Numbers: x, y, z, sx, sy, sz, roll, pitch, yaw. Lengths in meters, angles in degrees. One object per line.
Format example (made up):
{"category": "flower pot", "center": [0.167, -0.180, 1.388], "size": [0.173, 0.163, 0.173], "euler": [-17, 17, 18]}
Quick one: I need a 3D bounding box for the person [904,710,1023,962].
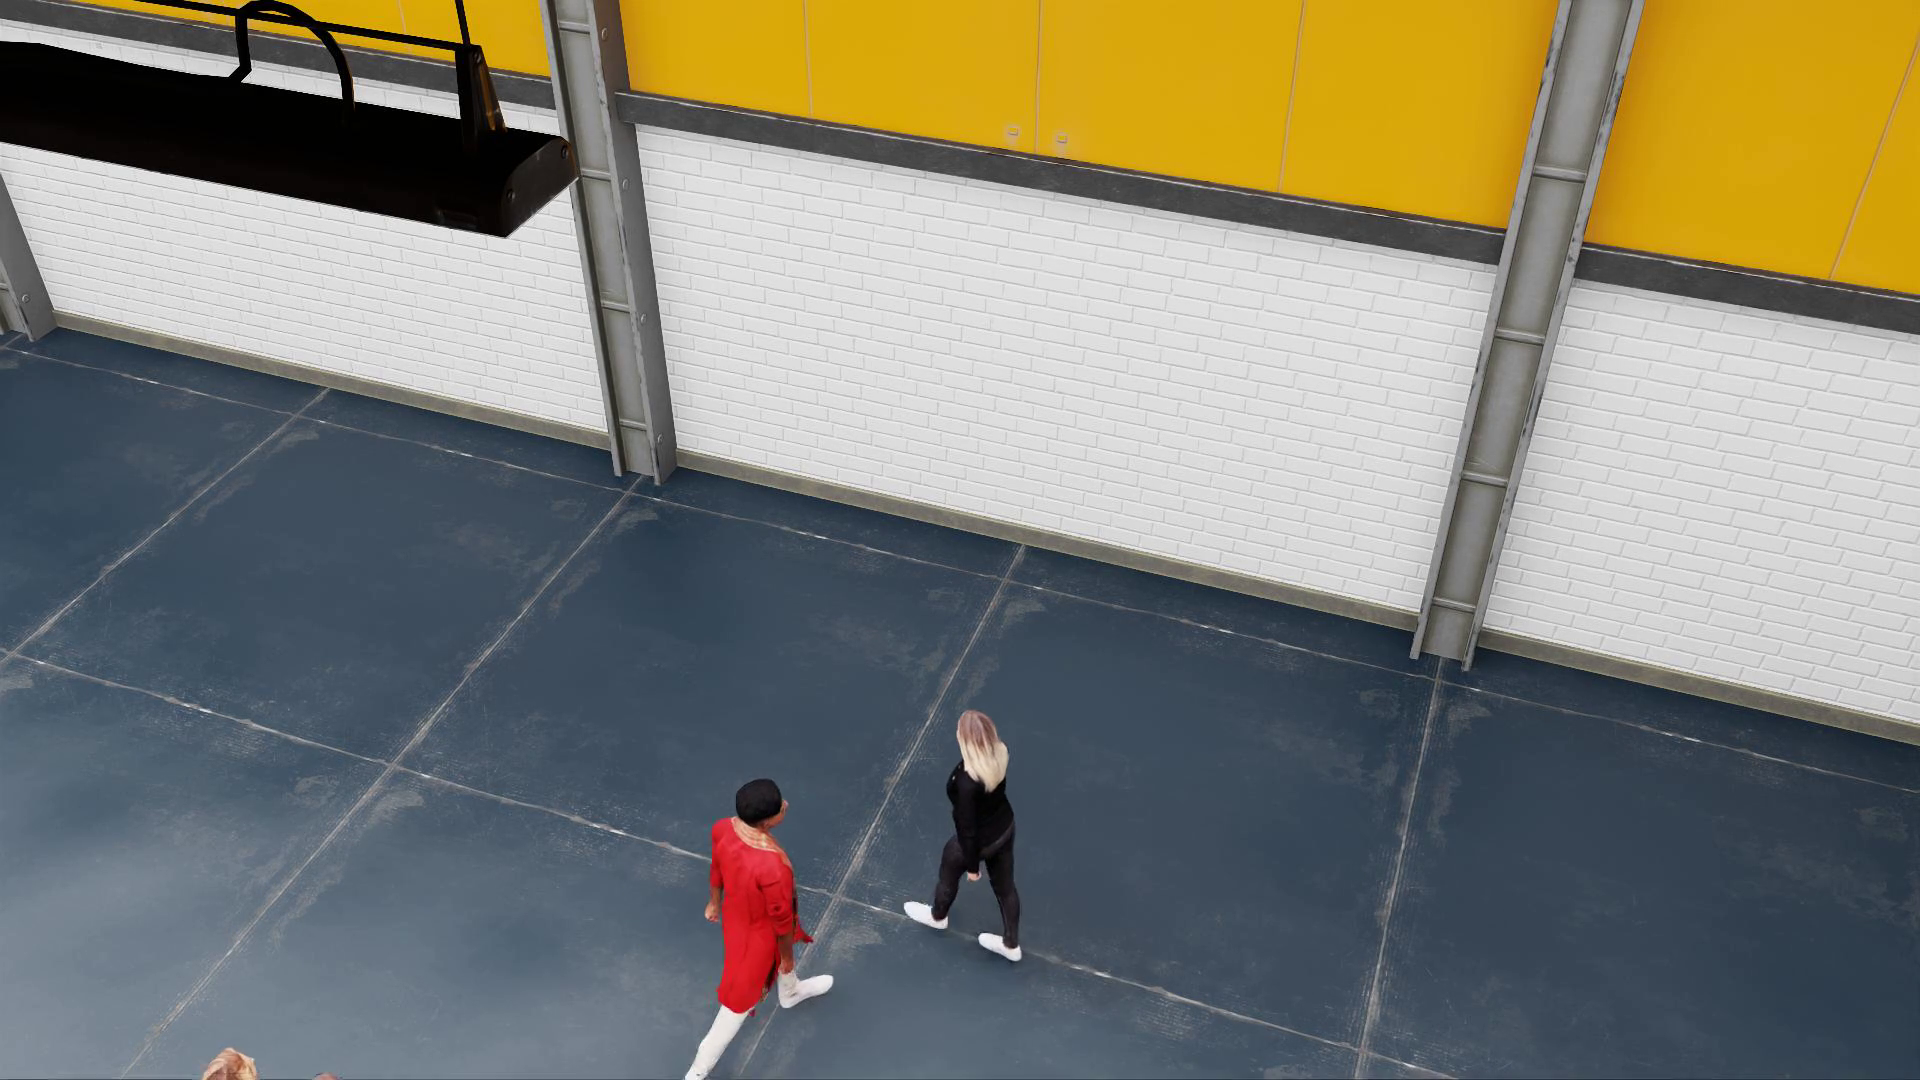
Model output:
{"category": "person", "center": [0.210, 1.607, 8.732], "size": [1.007, 1.655, 0.757], "euler": [22, 44, 25]}

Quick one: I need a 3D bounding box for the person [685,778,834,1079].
{"category": "person", "center": [-1.101, 1.948, 8.167], "size": [1.204, 1.828, 1.260], "euler": [-31, 48, -33]}
